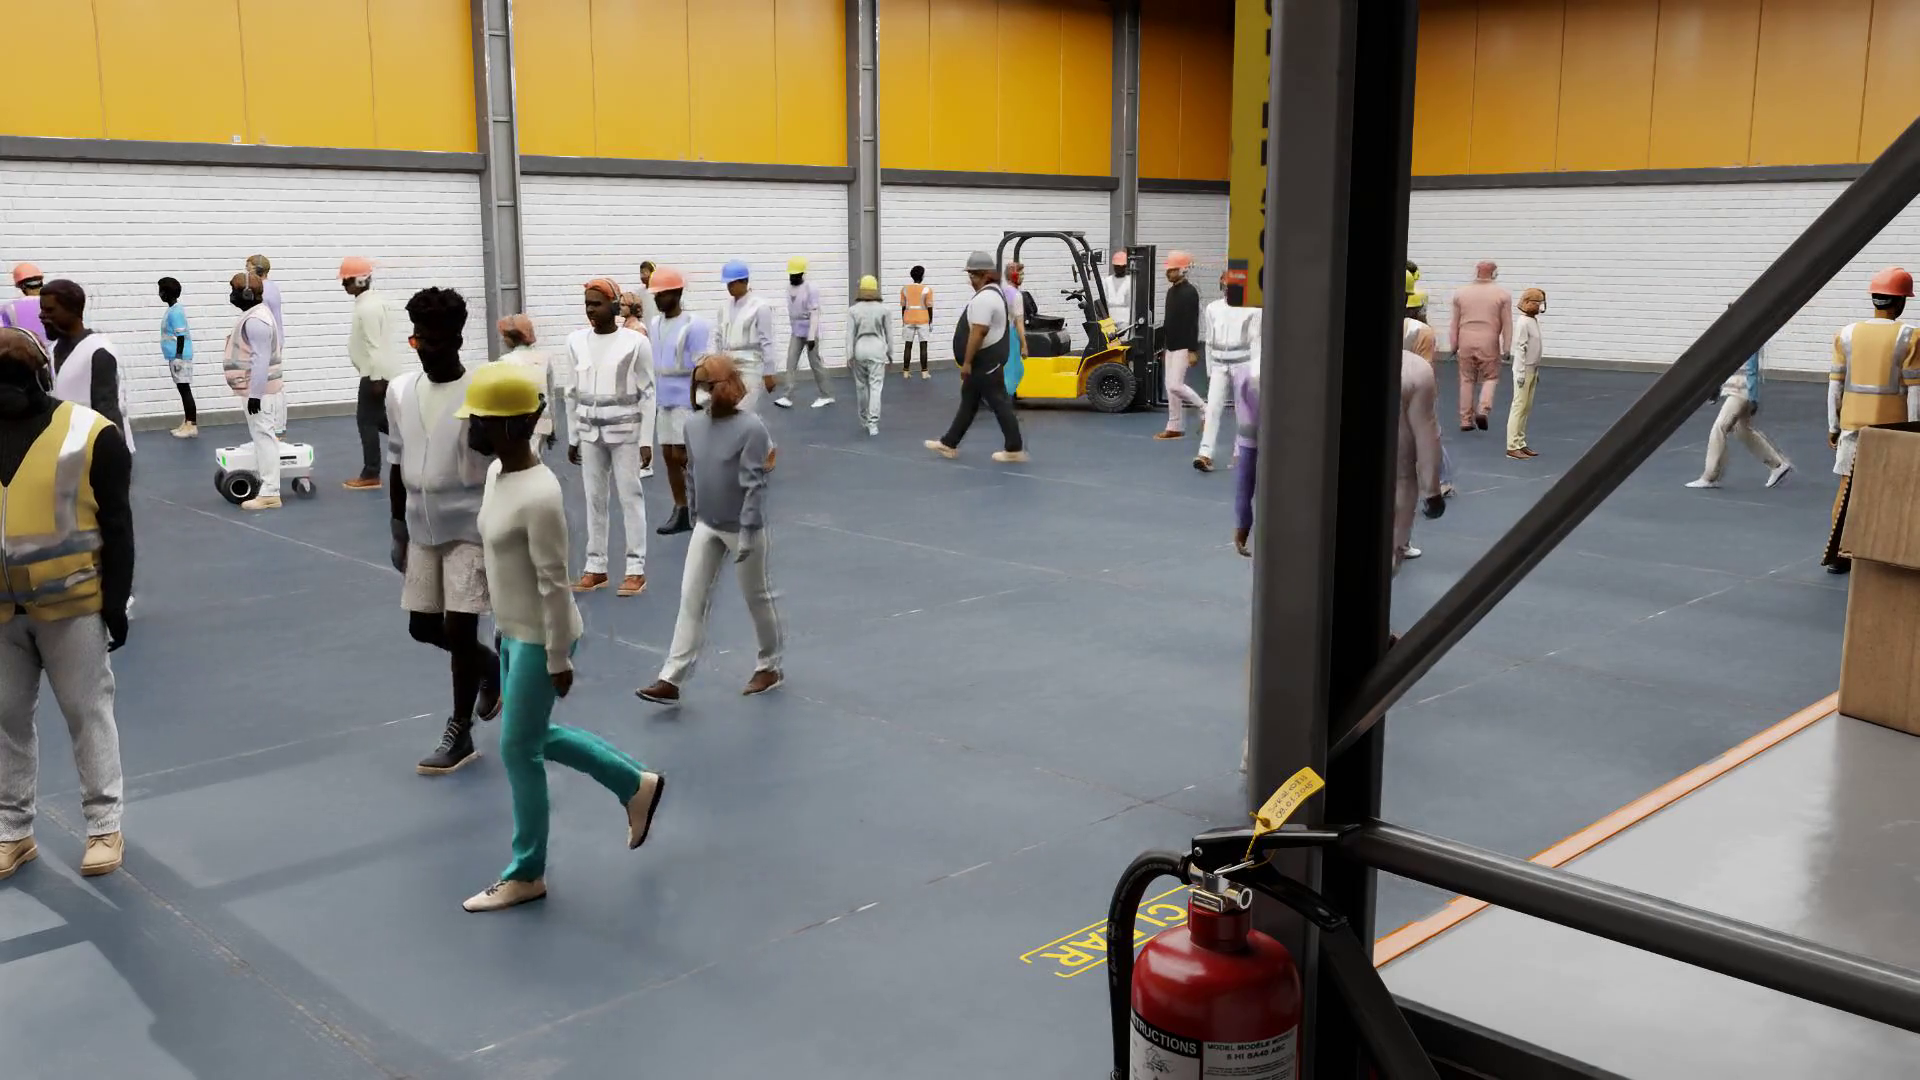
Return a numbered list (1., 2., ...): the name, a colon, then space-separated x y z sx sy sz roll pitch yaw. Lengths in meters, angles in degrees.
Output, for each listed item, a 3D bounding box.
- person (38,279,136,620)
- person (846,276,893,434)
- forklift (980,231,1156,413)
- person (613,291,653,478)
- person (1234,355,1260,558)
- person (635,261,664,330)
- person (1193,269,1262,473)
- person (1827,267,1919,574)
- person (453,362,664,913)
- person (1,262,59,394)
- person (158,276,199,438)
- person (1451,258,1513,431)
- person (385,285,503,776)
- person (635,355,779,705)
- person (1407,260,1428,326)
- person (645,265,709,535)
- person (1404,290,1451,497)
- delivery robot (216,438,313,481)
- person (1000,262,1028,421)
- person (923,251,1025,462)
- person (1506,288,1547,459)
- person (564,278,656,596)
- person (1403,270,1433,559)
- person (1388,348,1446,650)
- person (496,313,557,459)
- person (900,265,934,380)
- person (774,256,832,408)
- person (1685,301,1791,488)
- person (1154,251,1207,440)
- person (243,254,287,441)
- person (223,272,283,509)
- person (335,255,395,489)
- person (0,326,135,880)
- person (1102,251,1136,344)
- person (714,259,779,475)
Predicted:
1. person: -4.743 -0.450 8.983 0.616 1.898 0.480 9 14 39
2. person: -0.981 -2.018 18.106 0.503 1.691 0.935 0 10 1
3. forklift: 1.222 -2.721 20.561 2.313 2.155 1.214 2 11 13
4. person: -2.882 -1.364 14.666 0.308 1.645 0.517 -6 12 -31
5. person: 1.418 -0.083 6.706 0.640 2.003 0.705 1 10 7
6. person: -3.724 -2.484 20.273 0.535 1.836 0.934 5 12 27
7. person: 2.406 -1.512 14.927 0.578 1.834 0.967 6 12 29
8. person: 5.717 -0.725 10.377 0.362 1.935 0.553 -9 14 -40
9. person: -1.296 0.291 5.336 0.640 1.747 0.536 -6 12 -28
10. person: -8.103 -1.493 14.700 0.557 1.884 0.821 -3 11 -16
11. person: -8.270 -1.927 17.580 0.317 1.698 0.540 -5 12 -27
12. person: 5.662 -2.110 18.074 0.689 1.886 0.417 6 12 32
13. person: -2.010 -0.060 6.742 0.633 1.941 0.660 4 11 20
14. person: -1.110 -0.027 7.517 0.504 1.594 0.830 6 12 29
15. person: 4.925 -2.150 18.366 0.557 1.855 0.486 9 13 39
16. person: -2.014 -0.998 11.921 0.542 1.920 0.494 8 13 39
17. person: 3.612 -1.153 13.303 0.900 1.725 0.536 -6 12 -29
18. delivery robot: -5.623 -0.646 13.468 0.707 0.478 0.477 -6 12 -30
19. person: 0.592 -2.260 19.047 0.473 1.825 0.591 -4 11 -20
20. person: 0.167 -1.752 15.699 1.004 2.000 0.701 1 10 7
21. person: 5.449 -1.598 15.969 0.265 1.632 0.508 7 13 34
22. person: -2.078 -0.603 9.868 0.576 1.881 0.354 3 11 18
23. person: 2.833 -0.829 10.983 0.595 1.922 0.380 7 13 34
24. person: 2.016 -0.287 8.179 0.886 1.872 0.641 -8 13 -38
25. person: -3.005 -0.717 11.238 0.676 1.611 0.508 4 11 20
26. person: -0.639 -3.224 24.691 0.530 1.690 0.321 3 11 18
27. person: -1.949 -2.544 20.476 0.615 1.871 0.970 9 14 40
28. person: 6.603 -1.216 13.964 0.802 1.602 0.515 2 11 10
29. person: 2.323 -2.010 17.292 0.551 1.976 0.624 -3 11 -14
30. person: -7.200 -1.983 17.237 0.372 1.940 0.630 -2 11 -11
31. person: -5.536 -1.167 13.052 0.429 1.844 0.625 -4 11 -23
32. person: -4.850 -1.417 14.065 0.741 1.973 0.637 -3 11 -18
33. person: -3.074 0.216 5.521 0.634 1.842 0.429 -2 11 -9
34. person: 2.255 -3.096 23.367 0.564 1.916 0.650 5 12 25
35. person: -1.894 -1.477 14.510 0.586 1.924 0.445 9 14 41
